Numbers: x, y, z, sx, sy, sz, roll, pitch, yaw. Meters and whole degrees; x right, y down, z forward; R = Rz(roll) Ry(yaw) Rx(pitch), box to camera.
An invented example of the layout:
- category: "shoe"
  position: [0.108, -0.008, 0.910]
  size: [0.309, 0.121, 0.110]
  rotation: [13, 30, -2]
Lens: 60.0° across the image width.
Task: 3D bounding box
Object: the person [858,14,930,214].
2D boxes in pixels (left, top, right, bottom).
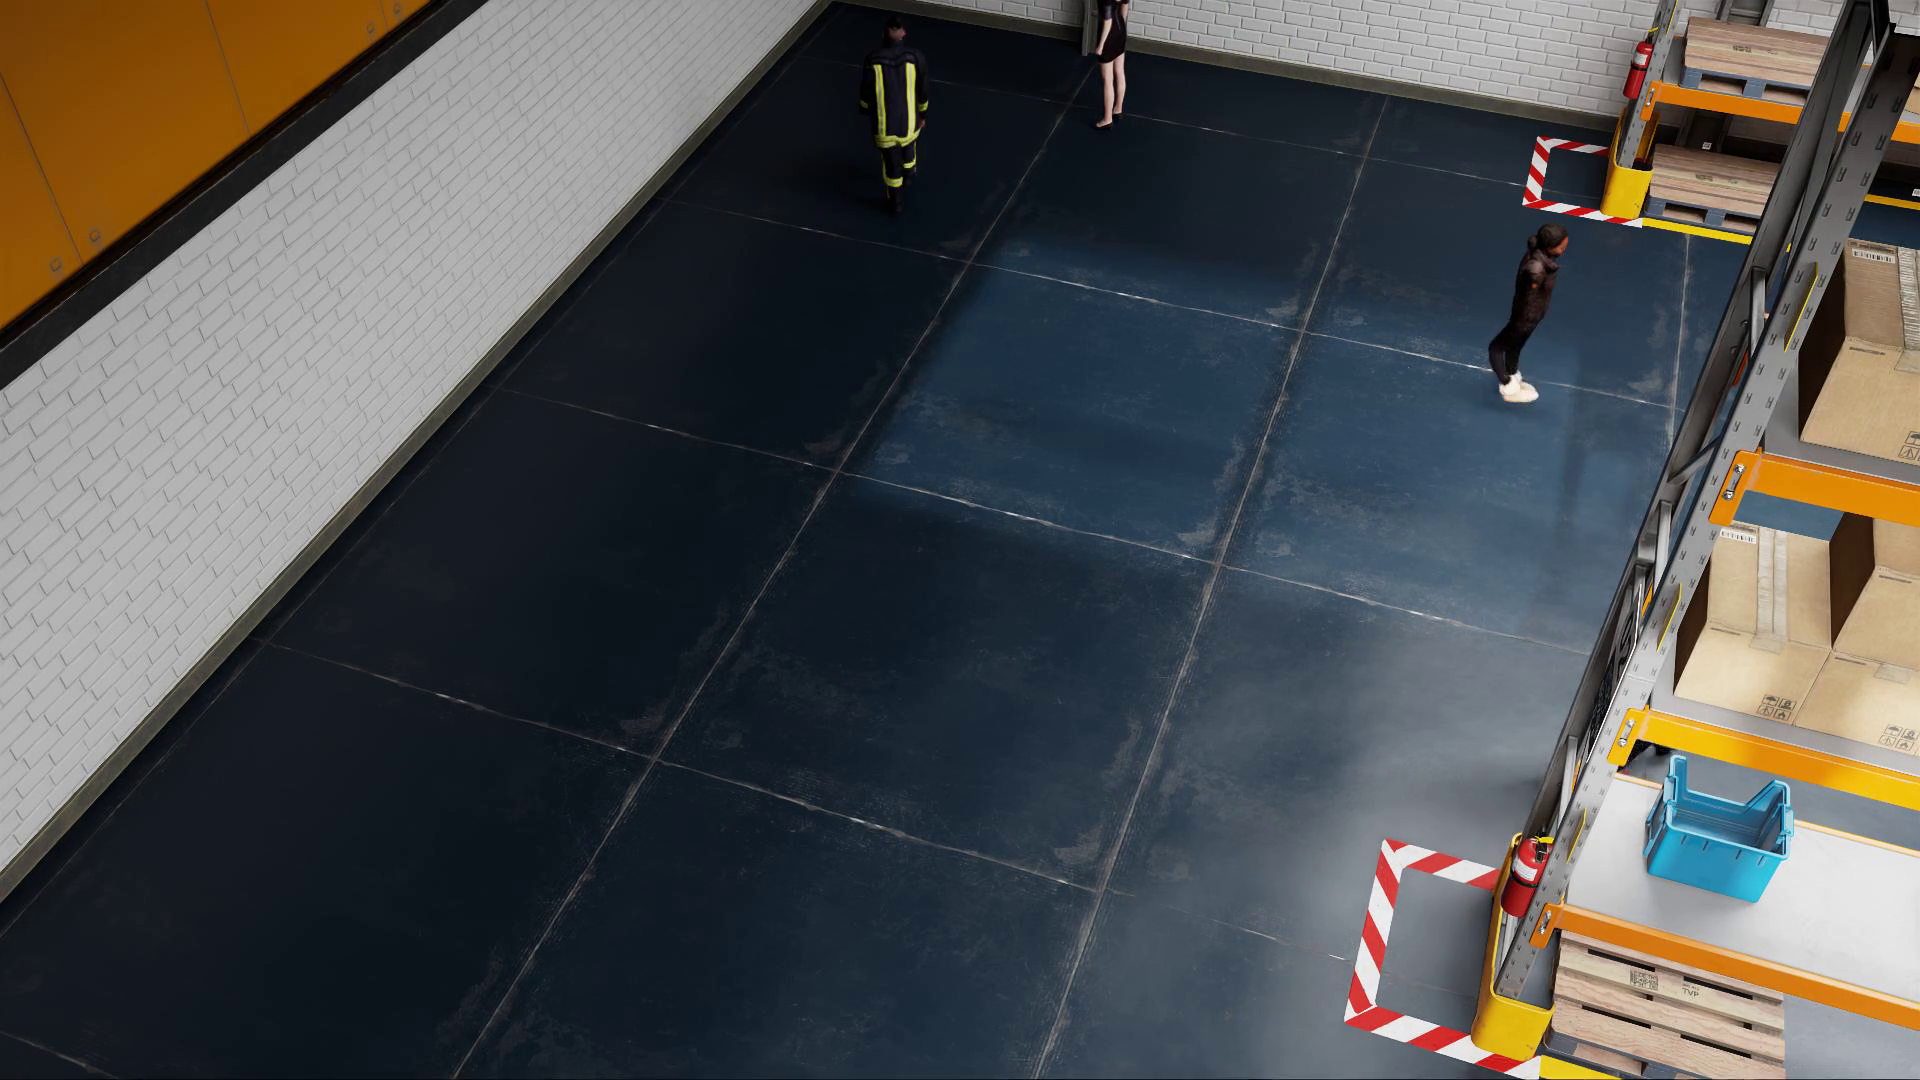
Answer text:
- category: "person"
  position: [-0.571, -3.771, 14.836]
  size: [1.086, 1.841, 1.107]
  rotation: [-10, 44, -10]

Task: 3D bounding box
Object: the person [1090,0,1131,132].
- category: "person"
  position: [1.466, -4.799, 15.923]
  size: [0.584, 1.831, 0.632]
  rotation: [27, 50, 25]

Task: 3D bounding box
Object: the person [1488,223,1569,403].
- category: "person"
  position: [4.465, -1.710, 12.802]
  size: [0.673, 1.663, 0.583]
  rotation: [13, 45, 14]
